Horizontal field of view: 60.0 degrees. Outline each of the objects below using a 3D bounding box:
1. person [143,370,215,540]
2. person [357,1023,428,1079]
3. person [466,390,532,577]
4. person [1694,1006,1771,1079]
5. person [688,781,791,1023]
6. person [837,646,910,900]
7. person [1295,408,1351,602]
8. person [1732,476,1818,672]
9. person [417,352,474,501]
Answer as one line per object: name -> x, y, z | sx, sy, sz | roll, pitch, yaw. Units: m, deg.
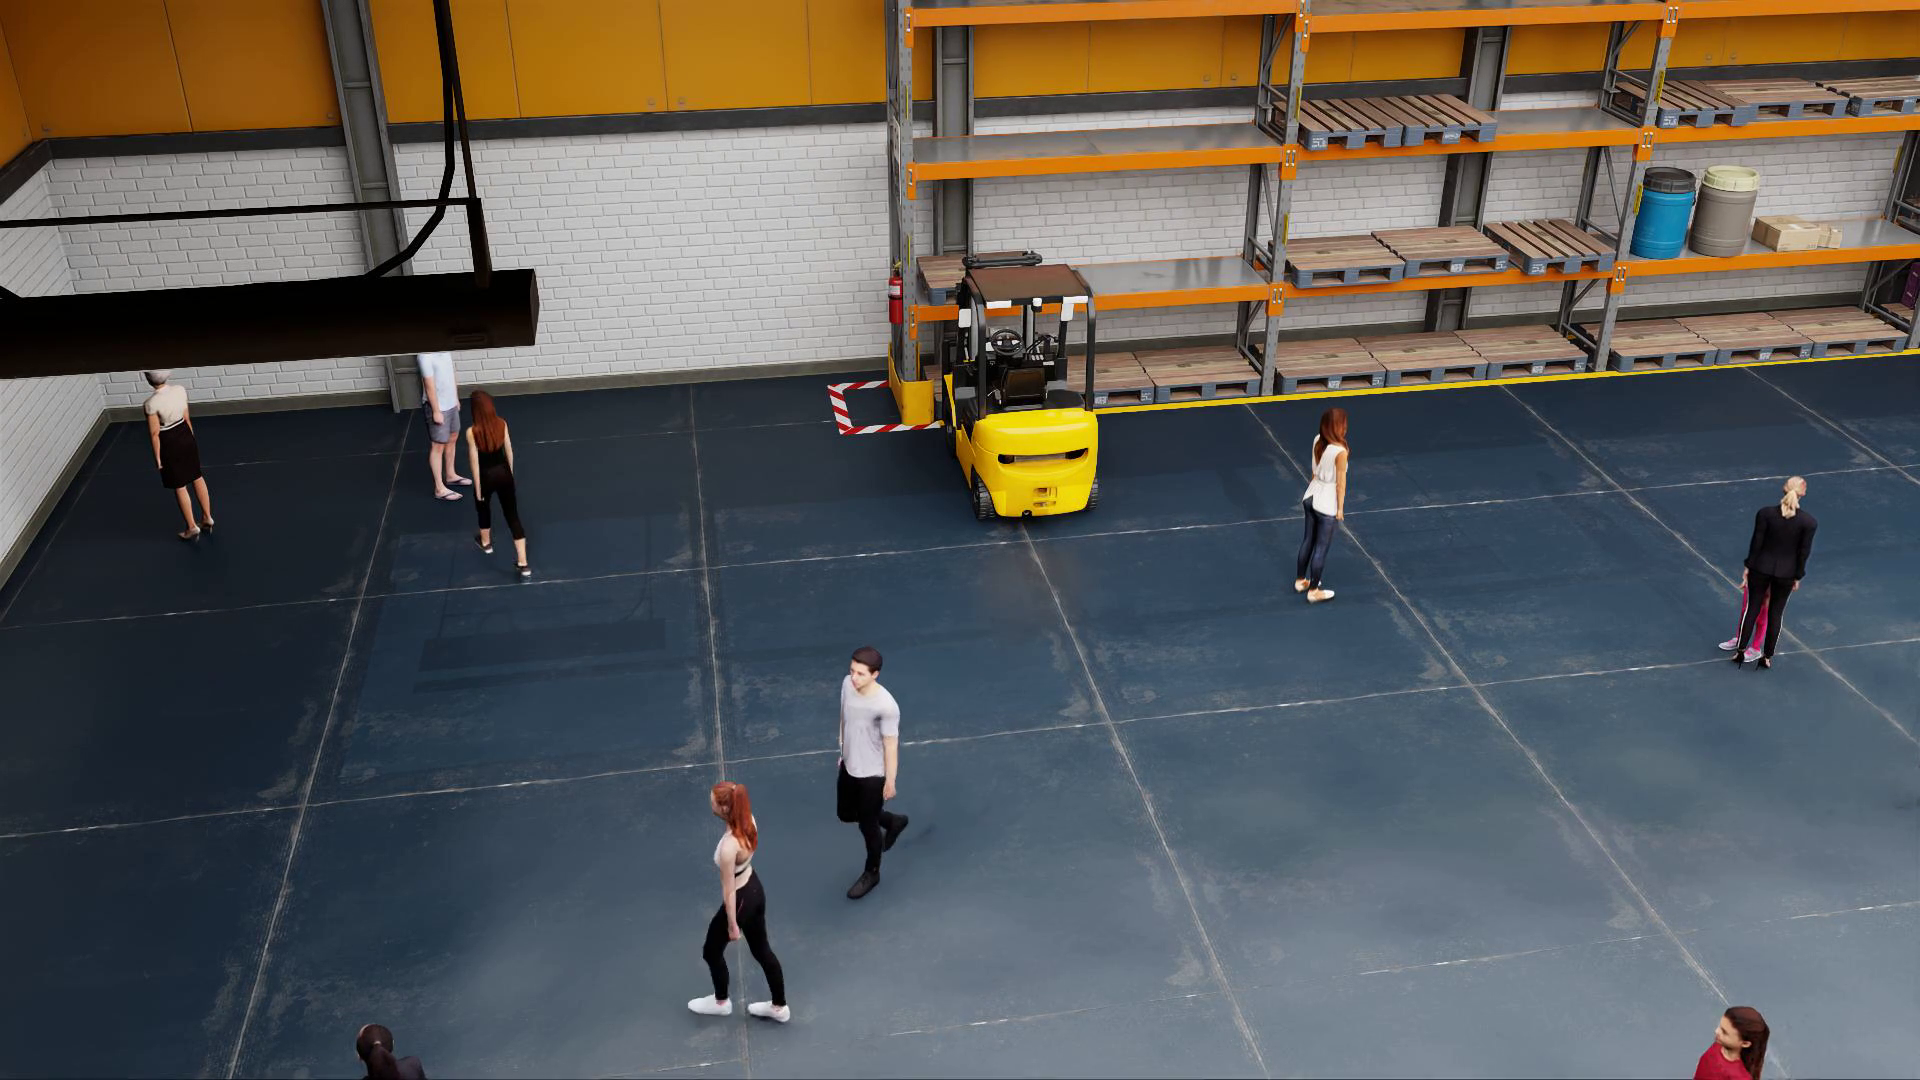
person -> -7.157, -0.830, 15.229 | 0.713, 1.751, 0.681 | 14, 31, 23
person -> -2.756, 3.032, 8.190 | 0.705, 1.712, 0.619 | 23, 36, 36
person -> -4.057, -0.465, 14.636 | 1.163, 1.679, 1.003 | -20, 34, -32
person -> 3.920, 2.967, 8.496 | 1.020, 1.534, 0.733 | 3, 29, 6
person -> -1.194, 2.163, 9.774 | 0.958, 1.720, 0.807 | 7, 29, 12
person -> -0.550, 1.469, 10.914 | 1.028, 1.848, 0.933 | -25, 37, -37
person -> 3.094, -0.313, 14.248 | 0.609, 1.784, 0.632 | -13, 31, -23
person -> 6.474, 0.273, 13.255 | 0.660, 1.706, 0.743 | 15, 32, 25
person -> -5.009, -1.296, 16.003 | 0.669, 1.829, 0.707 | 5, 29, 9
